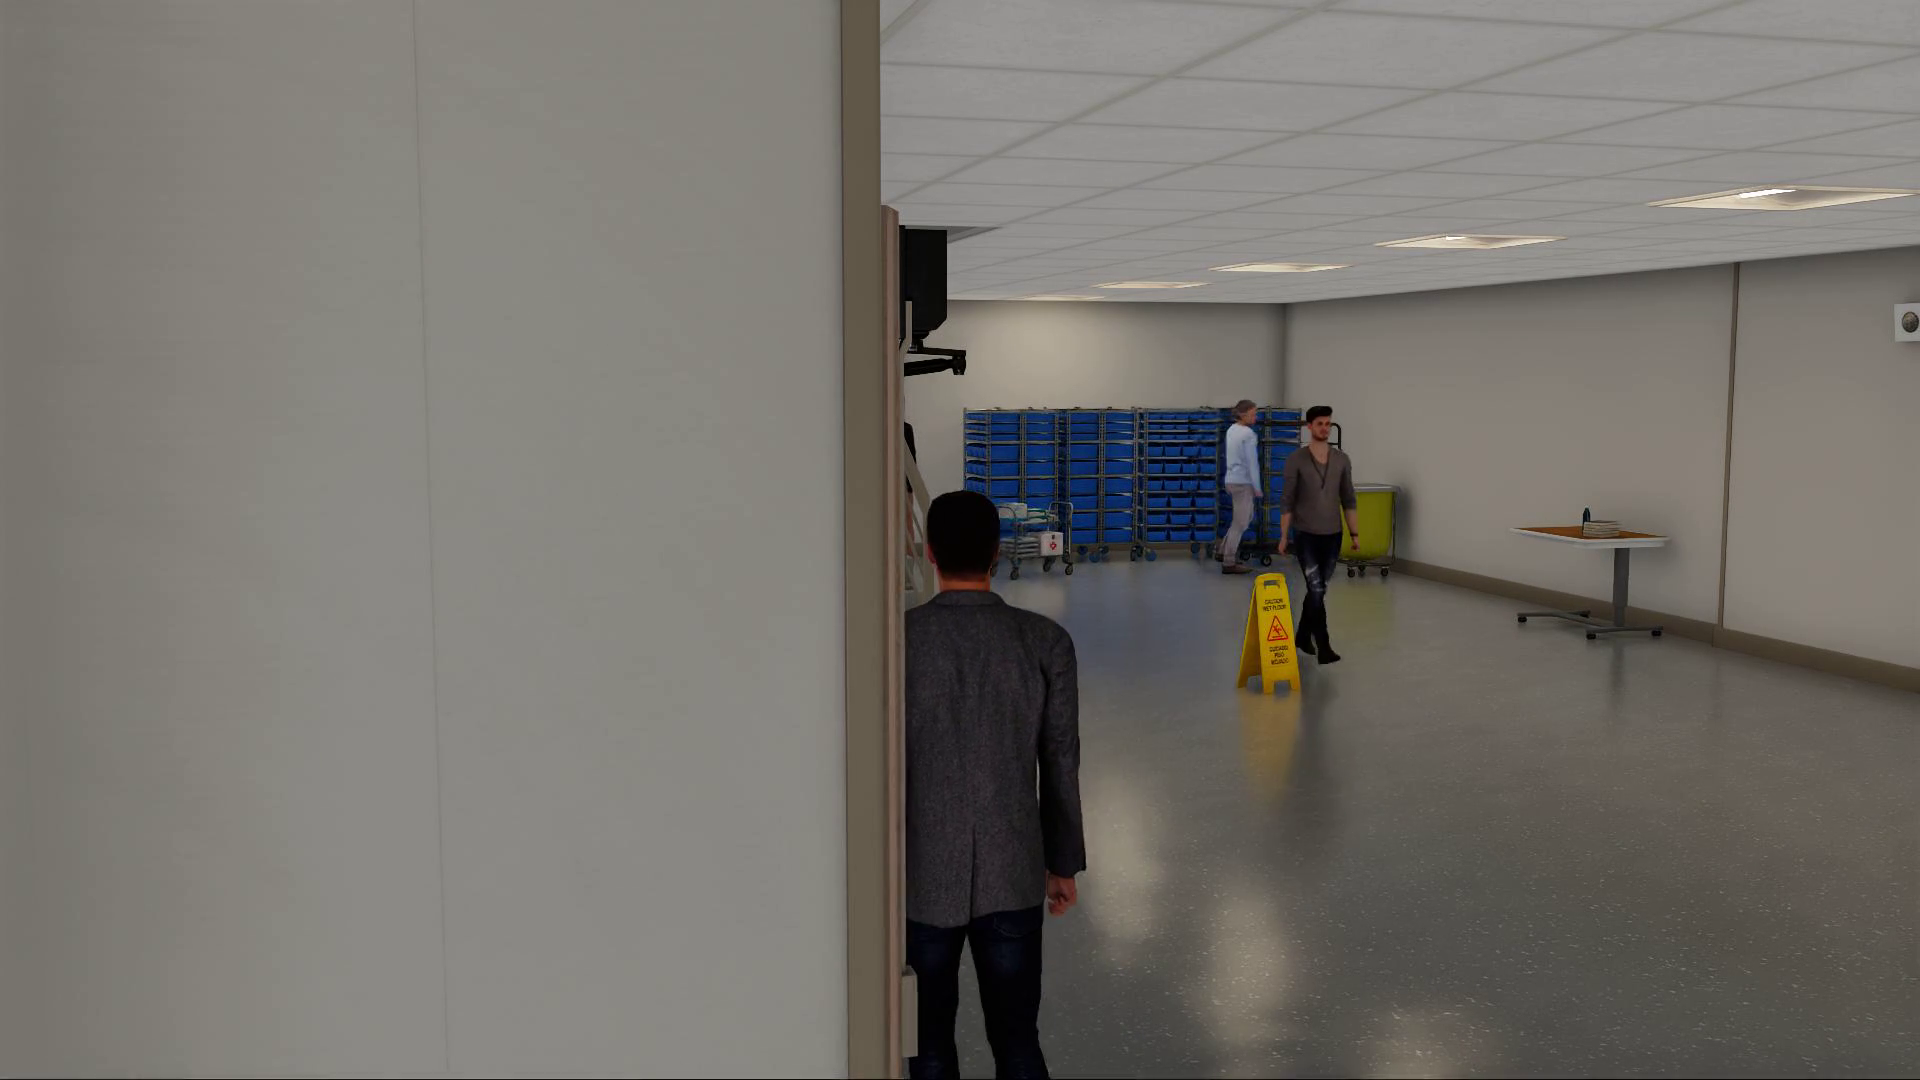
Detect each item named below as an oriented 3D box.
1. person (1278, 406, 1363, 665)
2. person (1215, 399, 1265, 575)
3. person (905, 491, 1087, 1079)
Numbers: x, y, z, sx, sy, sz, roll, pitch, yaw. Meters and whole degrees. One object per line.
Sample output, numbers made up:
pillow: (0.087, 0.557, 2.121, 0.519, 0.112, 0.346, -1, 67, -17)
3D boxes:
person: (2.613, -0.018, 12.284, 0.766, 1.854, 1.192, -1, 6, -11)
person: (2.942, -0.553, 17.603, 0.848, 1.854, 0.616, -2, 6, -20)
person: (0.030, 0.831, 3.897, 0.821, 1.844, 1.135, -1, 6, -6)
